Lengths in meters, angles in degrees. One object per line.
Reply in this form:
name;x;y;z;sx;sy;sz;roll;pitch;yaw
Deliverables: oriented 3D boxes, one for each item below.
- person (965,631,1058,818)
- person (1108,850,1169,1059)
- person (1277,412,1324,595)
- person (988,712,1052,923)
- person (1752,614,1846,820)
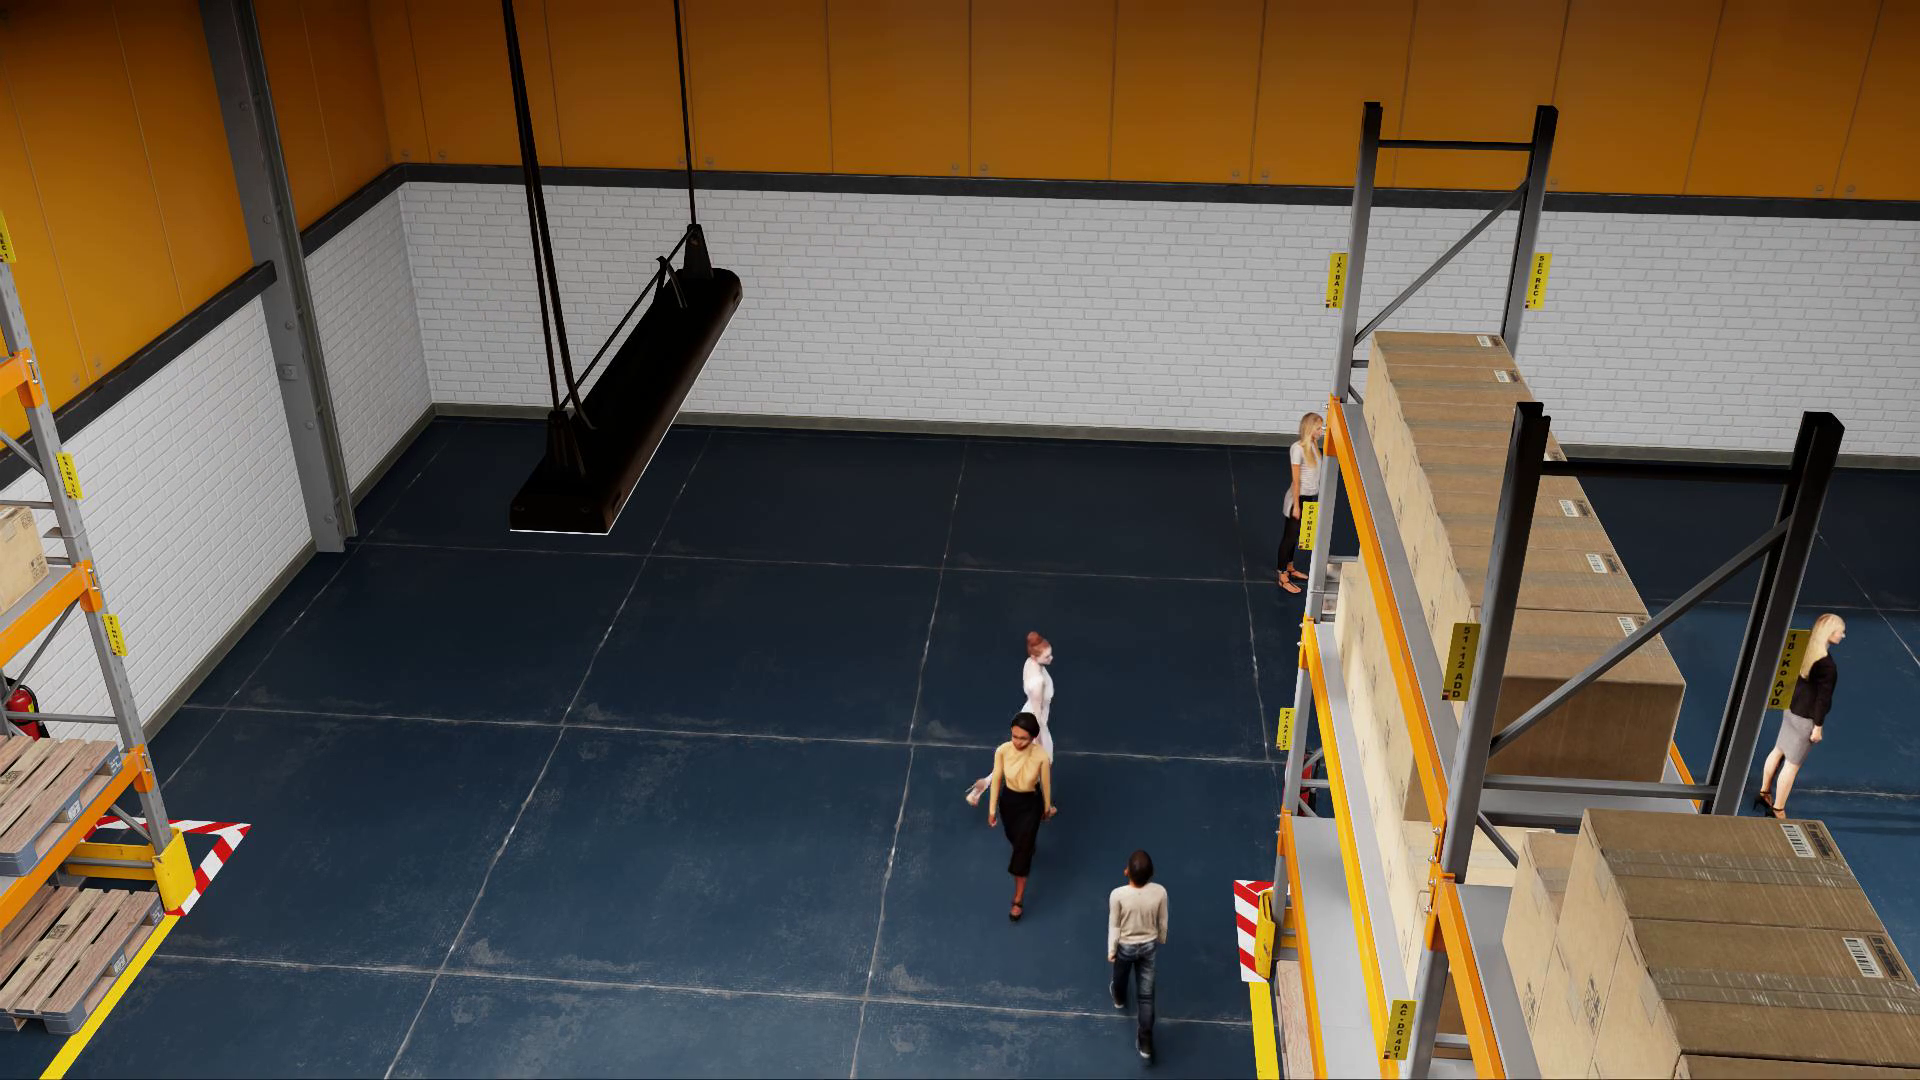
person;0.462;1.444;12.652;0.769;1.771;0.954;-3;29;-6
person;1.150;2.677;10.737;0.659;1.441;1.029;-1;29;-2
person;3.247;-0.389;15.959;0.739;1.822;0.601;14;32;24
person;0.464;1.900;11.973;0.732;1.621;1.092;9;30;16
person;6.428;1.370;12.714;0.686;1.841;0.514;-1;29;-2
